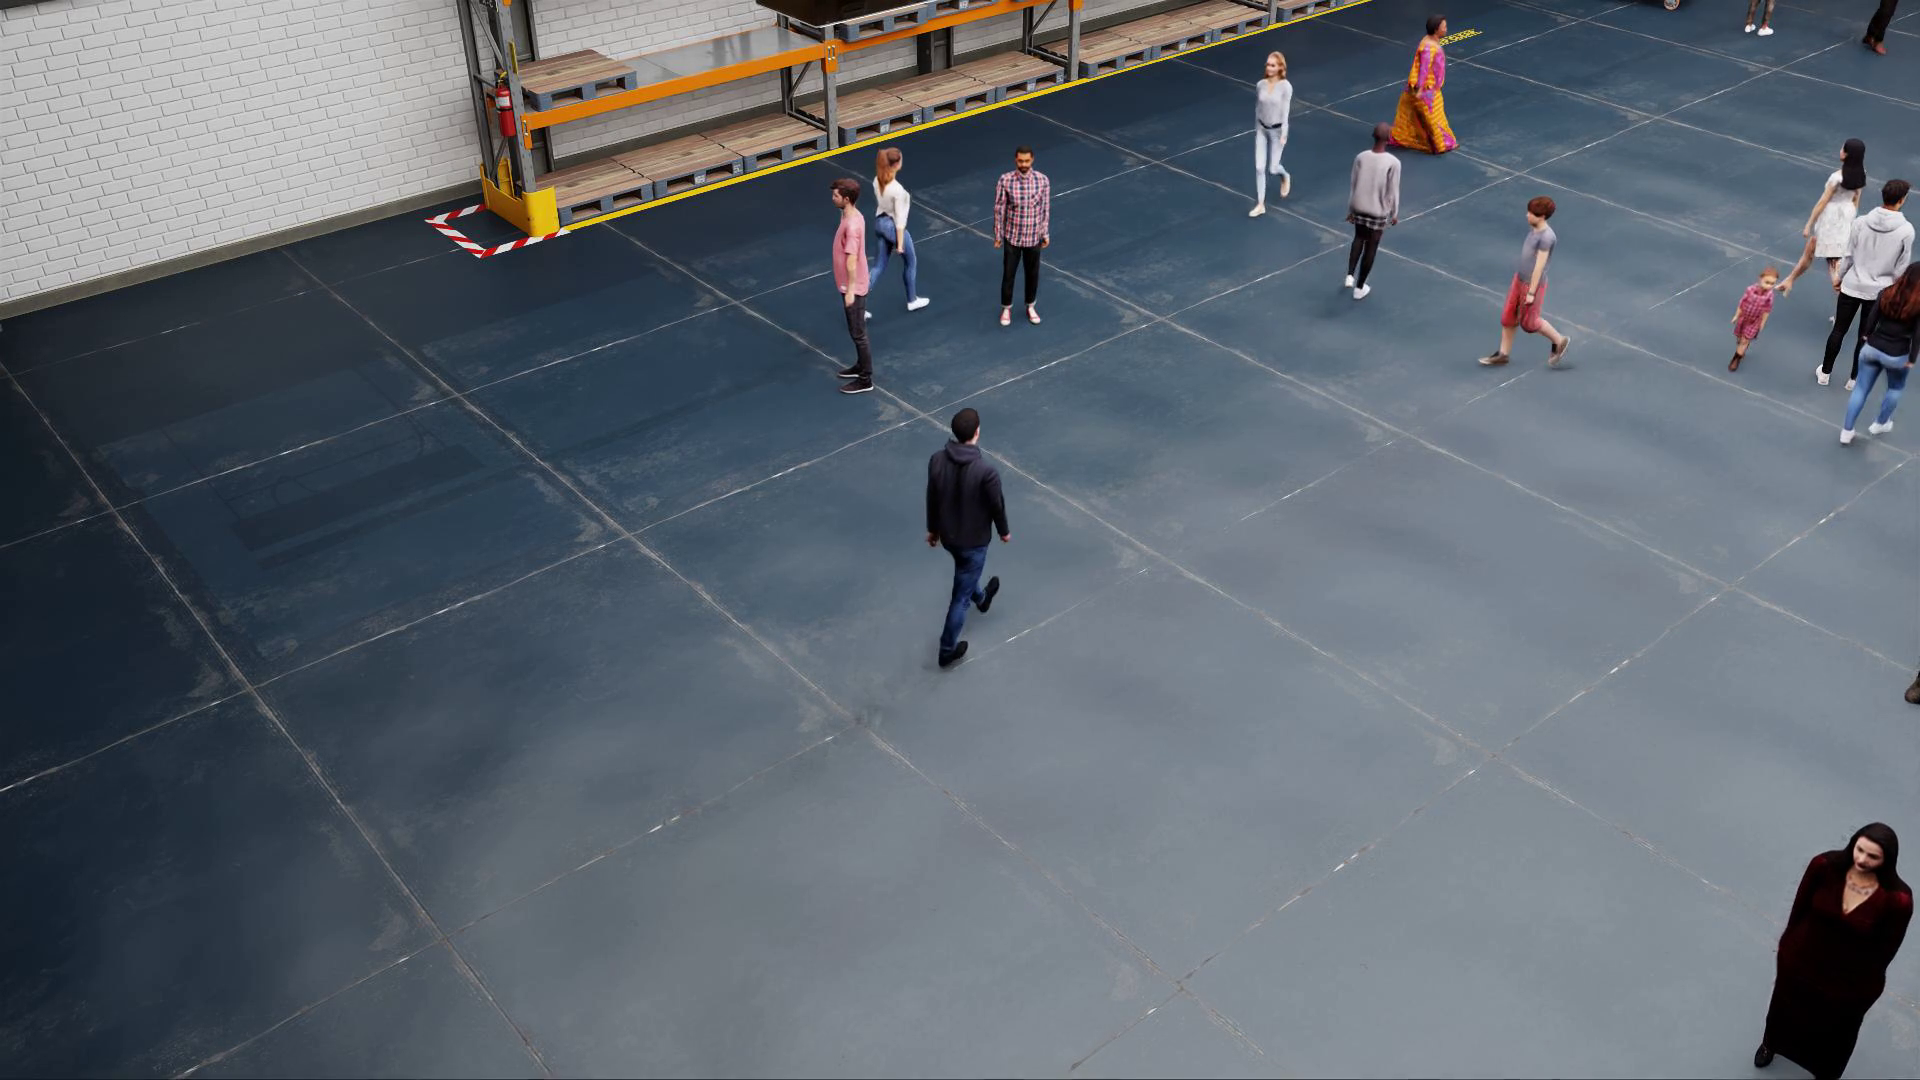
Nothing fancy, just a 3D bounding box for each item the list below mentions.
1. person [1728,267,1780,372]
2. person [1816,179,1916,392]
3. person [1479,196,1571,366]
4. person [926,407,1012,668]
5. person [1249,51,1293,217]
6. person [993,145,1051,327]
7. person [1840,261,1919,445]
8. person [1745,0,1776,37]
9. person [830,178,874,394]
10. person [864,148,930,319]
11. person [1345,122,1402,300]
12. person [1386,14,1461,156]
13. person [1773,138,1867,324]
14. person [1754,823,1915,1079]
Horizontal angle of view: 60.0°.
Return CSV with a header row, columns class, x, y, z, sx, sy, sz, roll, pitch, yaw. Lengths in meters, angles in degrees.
class,x,y,z,sx,sy,sz,roll,pitch,yaw
person,7.256,-2.049,15.223,0.518,1.012,0.627,23,40,30
person,8.011,-2.248,14.693,0.740,1.928,0.693,20,38,27
person,5.239,-2.297,15.037,1.091,1.631,0.942,-2,34,-4
person,-0.017,0.042,11.332,0.892,1.836,1.235,21,39,28
person,3.434,-4.433,18.111,0.674,1.784,0.936,28,43,35
person,0.596,-2.918,15.853,0.725,1.761,0.845,-4,34,-6
person,7.713,-1.525,13.890,0.666,1.615,0.807,28,43,35
person,11.553,-8.086,23.684,0.505,1.699,0.571,-24,41,-32
person,-0.930,-2.256,14.679,0.708,1.957,0.695,-4,34,-7
person,-0.730,-2.883,15.871,1.084,1.683,0.614,-25,41,-32
person,3.981,-3.180,16.245,0.688,1.762,0.655,22,40,30
person,5.432,-5.410,19.683,1.148,1.671,1.149,6,34,9
person,8.377,-2.898,15.862,1.217,1.717,0.924,-14,36,-20
person,4.381,2.076,8.343,0.685,1.757,0.634,28,43,35
